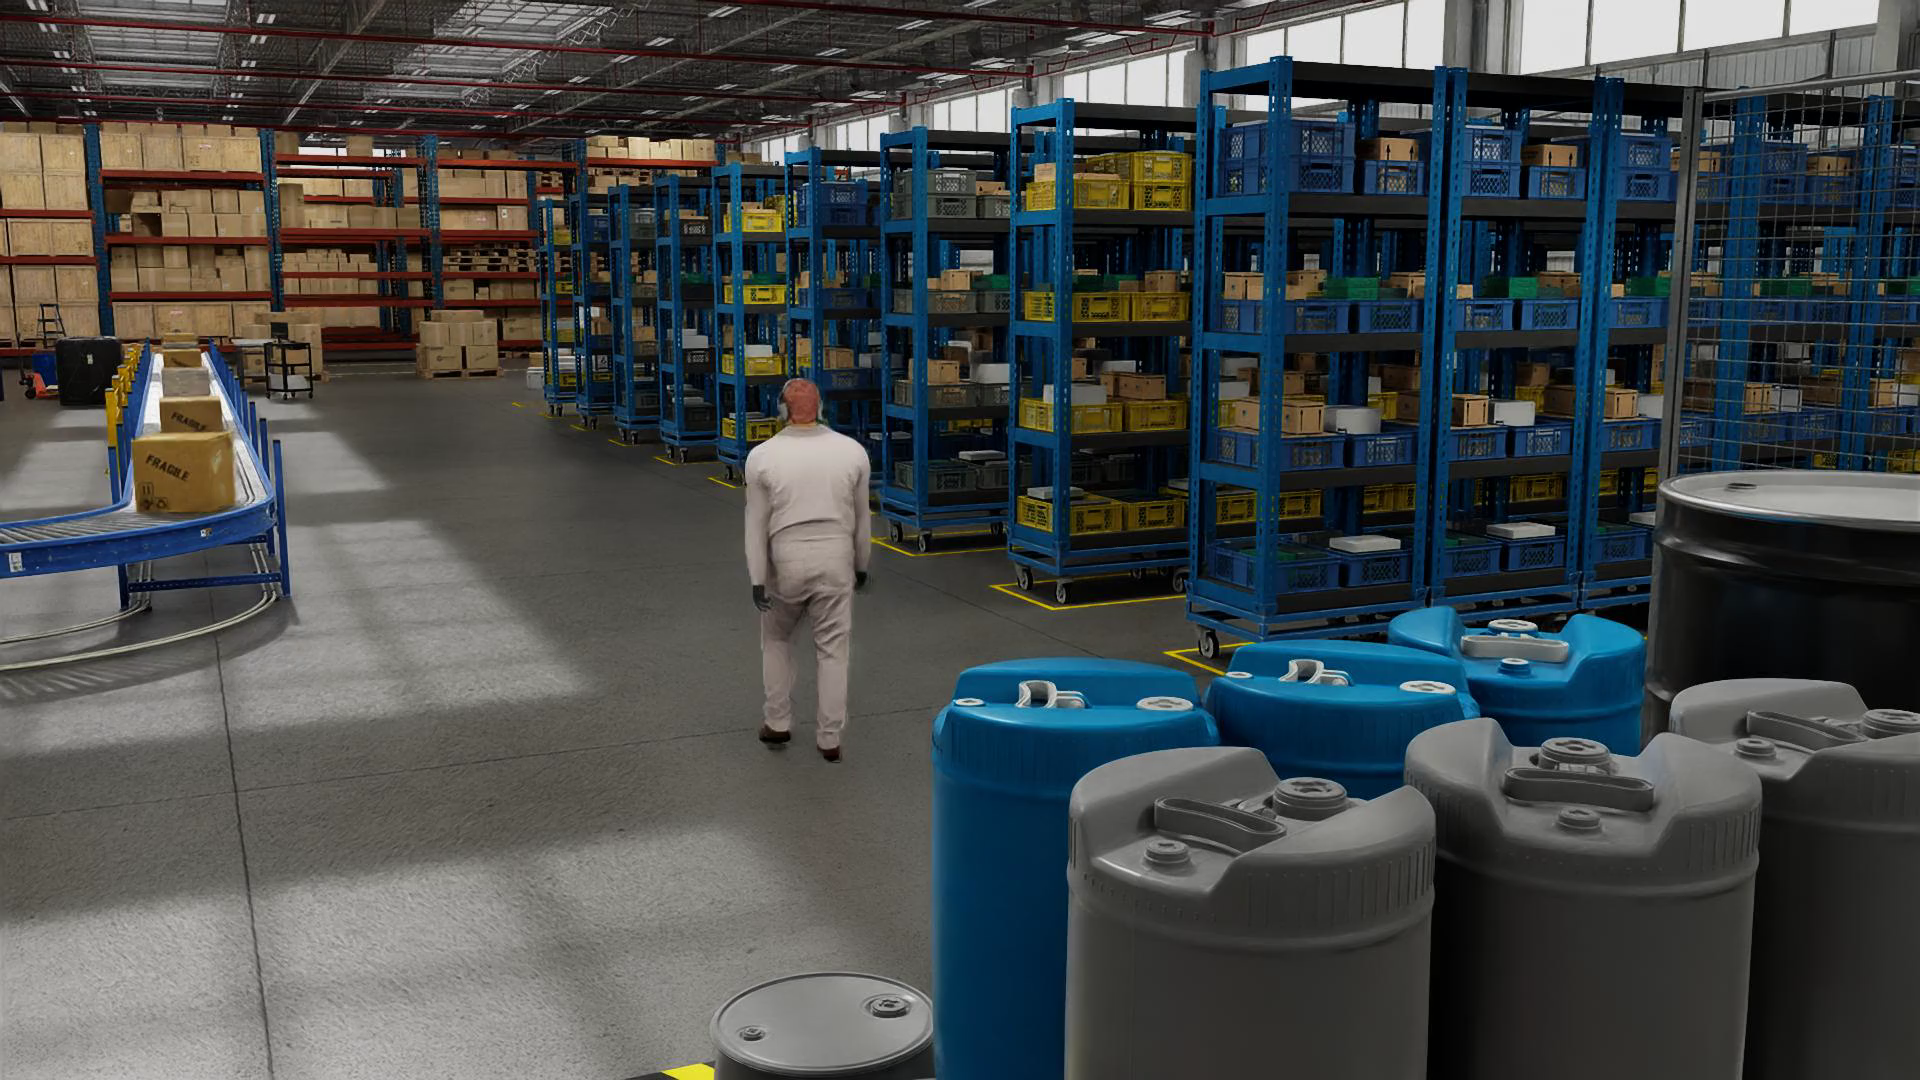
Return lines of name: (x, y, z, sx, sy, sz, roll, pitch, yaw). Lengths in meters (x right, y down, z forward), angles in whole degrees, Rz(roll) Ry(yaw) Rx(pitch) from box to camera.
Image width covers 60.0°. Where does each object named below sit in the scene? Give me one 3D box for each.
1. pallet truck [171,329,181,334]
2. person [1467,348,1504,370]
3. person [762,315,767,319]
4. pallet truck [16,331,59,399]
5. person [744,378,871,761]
pallet truck: (-17.275, -3.851, 35.096, 1.601, 1.201, 0.680, 0, 9, 1)
person: (5.903, -1.516, 18.855, 0.576, 1.802, 0.971, -3, 10, -17)
person: (-5.336, -5.798, 44.947, 0.628, 1.954, 1.003, 7, 11, 37)
pallet truck: (-17.082, -3.353, 31.781, 1.630, 1.274, 0.653, -4, 10, -25)
person: (-0.766, 0.137, 8.341, 0.667, 1.884, 0.706, -2, 9, -15)
